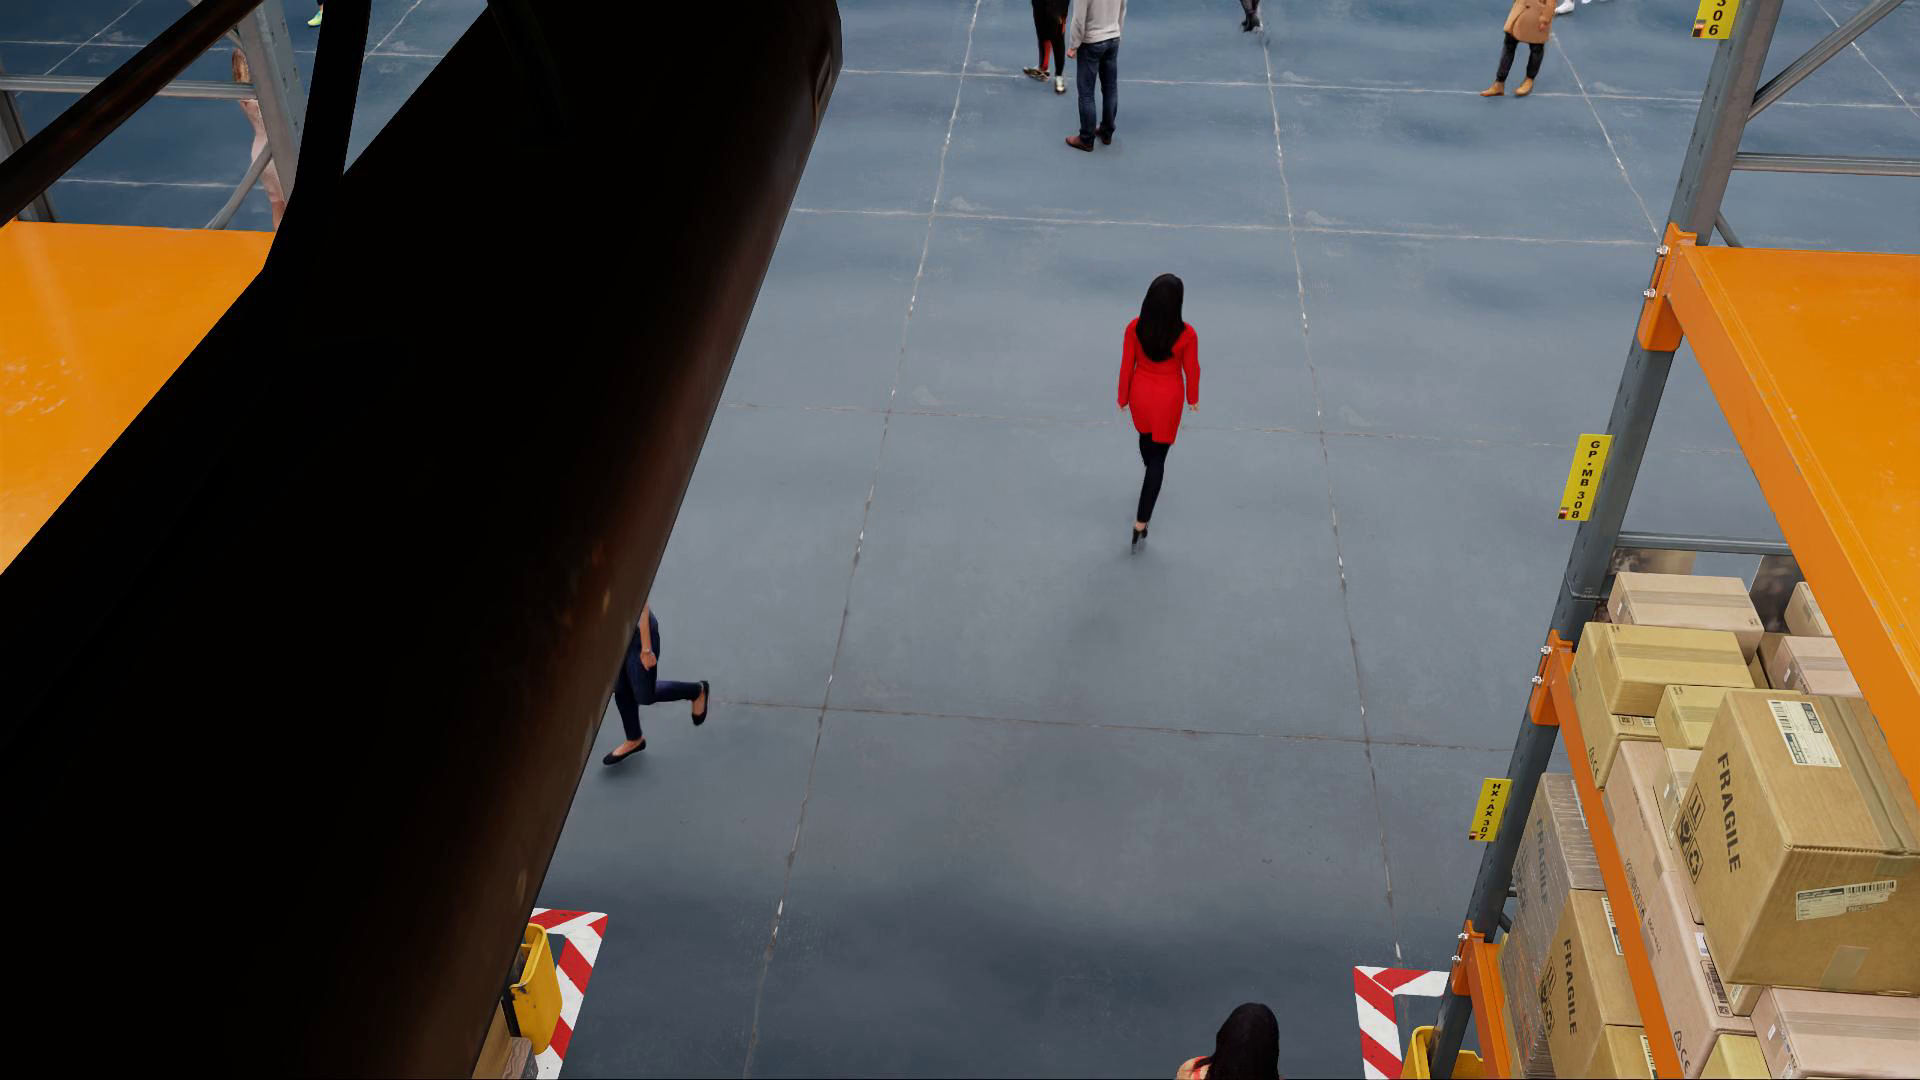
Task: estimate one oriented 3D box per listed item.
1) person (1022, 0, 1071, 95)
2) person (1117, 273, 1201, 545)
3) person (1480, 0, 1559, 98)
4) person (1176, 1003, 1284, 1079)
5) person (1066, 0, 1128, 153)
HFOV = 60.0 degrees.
[{"bbox_3d":[0.846,-5.118,15.589,0.864,1.786,0.850,-23,44,-27],"label":"person"},{"bbox_3d":[1.180,-0.760,10.091,0.804,1.698,1.160,11,39,14],"label":"person"},{"bbox_3d":[5.400,-4.971,15.467,1.045,1.705,0.987,-28,46,-31],"label":"person"},{"bbox_3d":[0.943,2.348,6.110,0.626,1.707,0.671,5,38,7],"label":"person"},{"bbox_3d":[1.203,-4.345,14.510,0.830,1.899,0.866,-23,44,-27],"label":"person"}]
